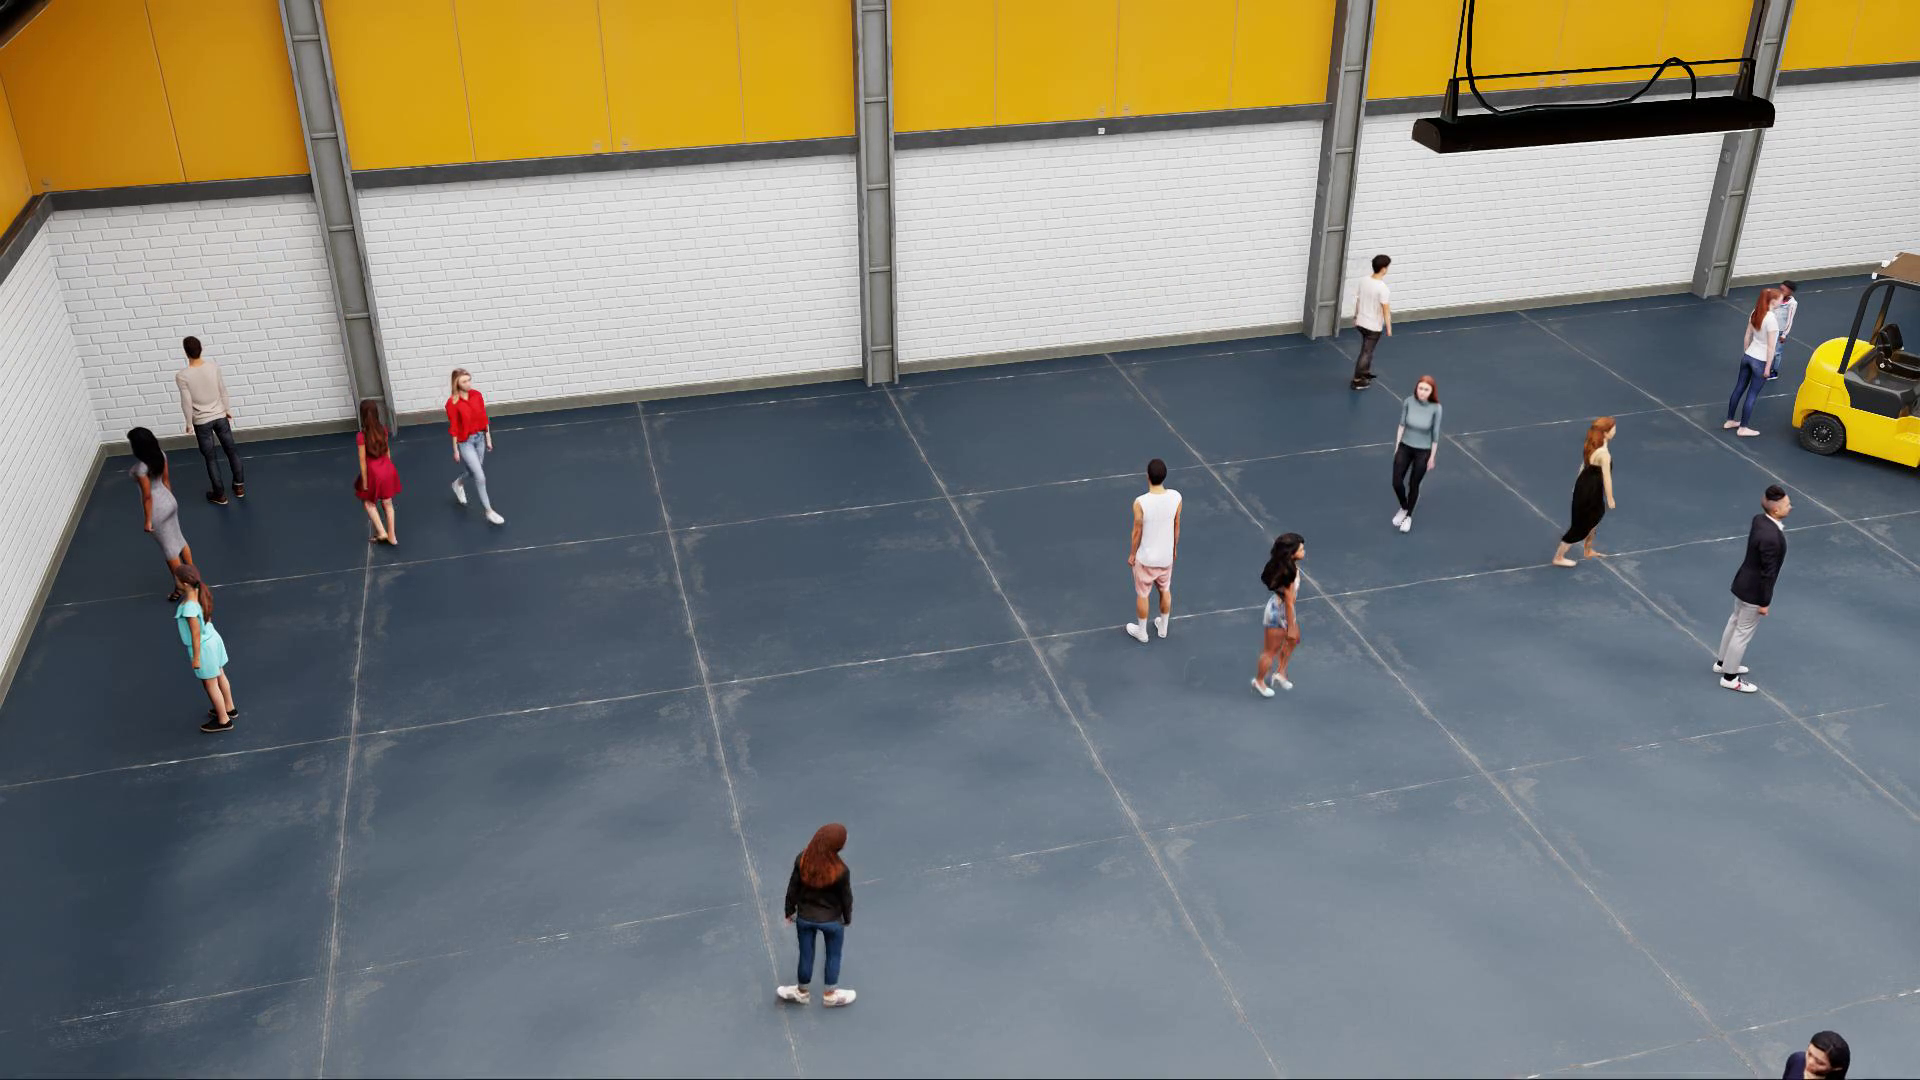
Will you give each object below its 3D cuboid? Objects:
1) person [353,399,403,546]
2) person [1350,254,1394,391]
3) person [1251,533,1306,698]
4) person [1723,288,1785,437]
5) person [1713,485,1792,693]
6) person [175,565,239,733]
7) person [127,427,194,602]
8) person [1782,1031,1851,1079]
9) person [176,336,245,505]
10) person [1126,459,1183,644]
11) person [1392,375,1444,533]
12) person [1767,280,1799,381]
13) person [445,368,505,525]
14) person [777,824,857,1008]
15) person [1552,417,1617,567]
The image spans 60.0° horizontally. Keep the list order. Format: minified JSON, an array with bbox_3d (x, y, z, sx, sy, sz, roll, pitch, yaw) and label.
[{"bbox_3d":[-5.804,-0.648,16.723,0.779,1.536,0.719,16,33,27],"label":"person"},{"bbox_3d":[4.910,-2.633,20.180,0.751,1.711,0.721,-12,31,-21],"label":"person"},{"bbox_3d":[2.668,0.654,14.255,0.743,1.614,0.699,4,29,8],"label":"person"},{"bbox_3d":[9.121,-2.050,19.083,0.501,1.737,0.557,-8,30,-14],"label":"person"},{"bbox_3d":[6.879,0.380,14.406,0.772,1.950,0.792,6,29,10],"label":"person"},{"bbox_3d":[-6.314,0.884,13.891,0.596,1.558,0.586,-2,29,-4],"label":"person"},{"bbox_3d":[-7.551,-0.257,15.750,0.636,1.780,0.653,3,29,6],"label":"person"},{"bbox_3d":[4.684,3.365,9.192,0.905,1.704,0.614,-7,29,-13],"label":"person"},{"bbox_3d":[-7.903,-1.272,17.521,0.802,1.867,0.698,24,36,36],"label":"person"},{"bbox_3d":[1.760,0.107,15.075,0.510,1.788,0.694,-9,30,-15],"label":"person"},{"bbox_3d":[4.672,-0.906,16.992,0.722,1.731,0.777,17,33,29],"label":"person"},{"bbox_3d":[10.165,-2.629,20.641,0.476,1.260,0.479,-7,29,-13],"label":"person"},{"bbox_3d":[-5.109,-1.004,17.225,1.081,1.679,1.083,19,34,31],"label":"person"},{"bbox_3d":[-0.984,2.497,11.034,0.620,1.462,0.806,0,29,-1],"label":"person"},{"bbox_3d":[6.063,-0.449,16.292,0.872,1.599,0.712,2,29,4],"label":"person"}]
